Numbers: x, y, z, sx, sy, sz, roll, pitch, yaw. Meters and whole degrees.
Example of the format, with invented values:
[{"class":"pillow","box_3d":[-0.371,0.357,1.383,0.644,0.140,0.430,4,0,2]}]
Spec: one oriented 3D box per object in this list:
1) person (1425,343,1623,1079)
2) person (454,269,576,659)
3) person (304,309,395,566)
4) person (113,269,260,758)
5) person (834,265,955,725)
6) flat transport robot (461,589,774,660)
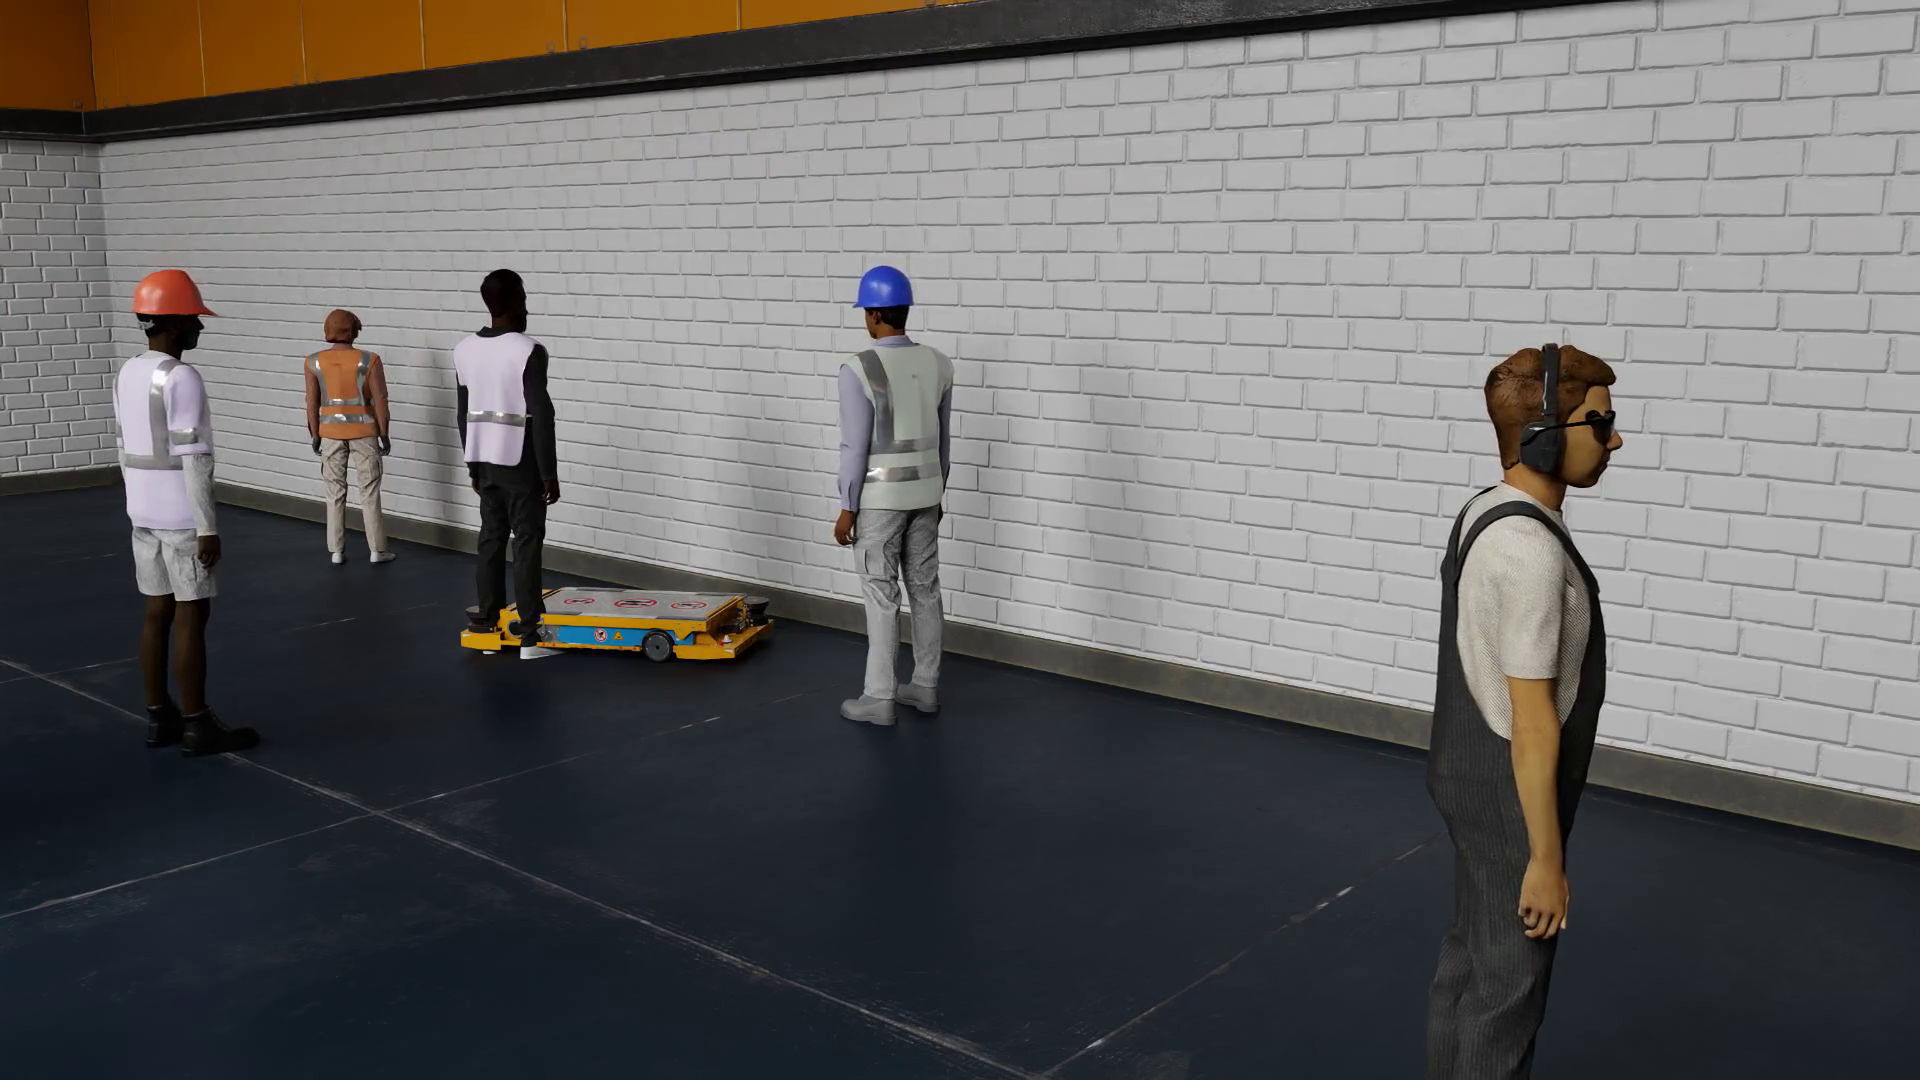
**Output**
[{"class":"person","box_3d":[1.094,0.541,3.256,0.343,1.846,0.507,1,10,6]},{"class":"person","box_3d":[-2.225,-0.367,8.213,0.589,1.922,0.392,6,11,29]},{"class":"person","box_3d":[-3.892,-0.647,10.609,0.514,1.640,0.310,-1,10,-4]},{"class":"person","box_3d":[-3.124,-0.104,6.668,0.547,1.937,0.379,7,12,37]},{"class":"person","box_3d":[-0.285,-0.185,7.100,0.601,1.949,0.385,-10,14,-44]},{"class":"flat transport robot","box_3d":[-1.730,0.412,8.469,1.431,0.197,0.652,2,10,11]}]
